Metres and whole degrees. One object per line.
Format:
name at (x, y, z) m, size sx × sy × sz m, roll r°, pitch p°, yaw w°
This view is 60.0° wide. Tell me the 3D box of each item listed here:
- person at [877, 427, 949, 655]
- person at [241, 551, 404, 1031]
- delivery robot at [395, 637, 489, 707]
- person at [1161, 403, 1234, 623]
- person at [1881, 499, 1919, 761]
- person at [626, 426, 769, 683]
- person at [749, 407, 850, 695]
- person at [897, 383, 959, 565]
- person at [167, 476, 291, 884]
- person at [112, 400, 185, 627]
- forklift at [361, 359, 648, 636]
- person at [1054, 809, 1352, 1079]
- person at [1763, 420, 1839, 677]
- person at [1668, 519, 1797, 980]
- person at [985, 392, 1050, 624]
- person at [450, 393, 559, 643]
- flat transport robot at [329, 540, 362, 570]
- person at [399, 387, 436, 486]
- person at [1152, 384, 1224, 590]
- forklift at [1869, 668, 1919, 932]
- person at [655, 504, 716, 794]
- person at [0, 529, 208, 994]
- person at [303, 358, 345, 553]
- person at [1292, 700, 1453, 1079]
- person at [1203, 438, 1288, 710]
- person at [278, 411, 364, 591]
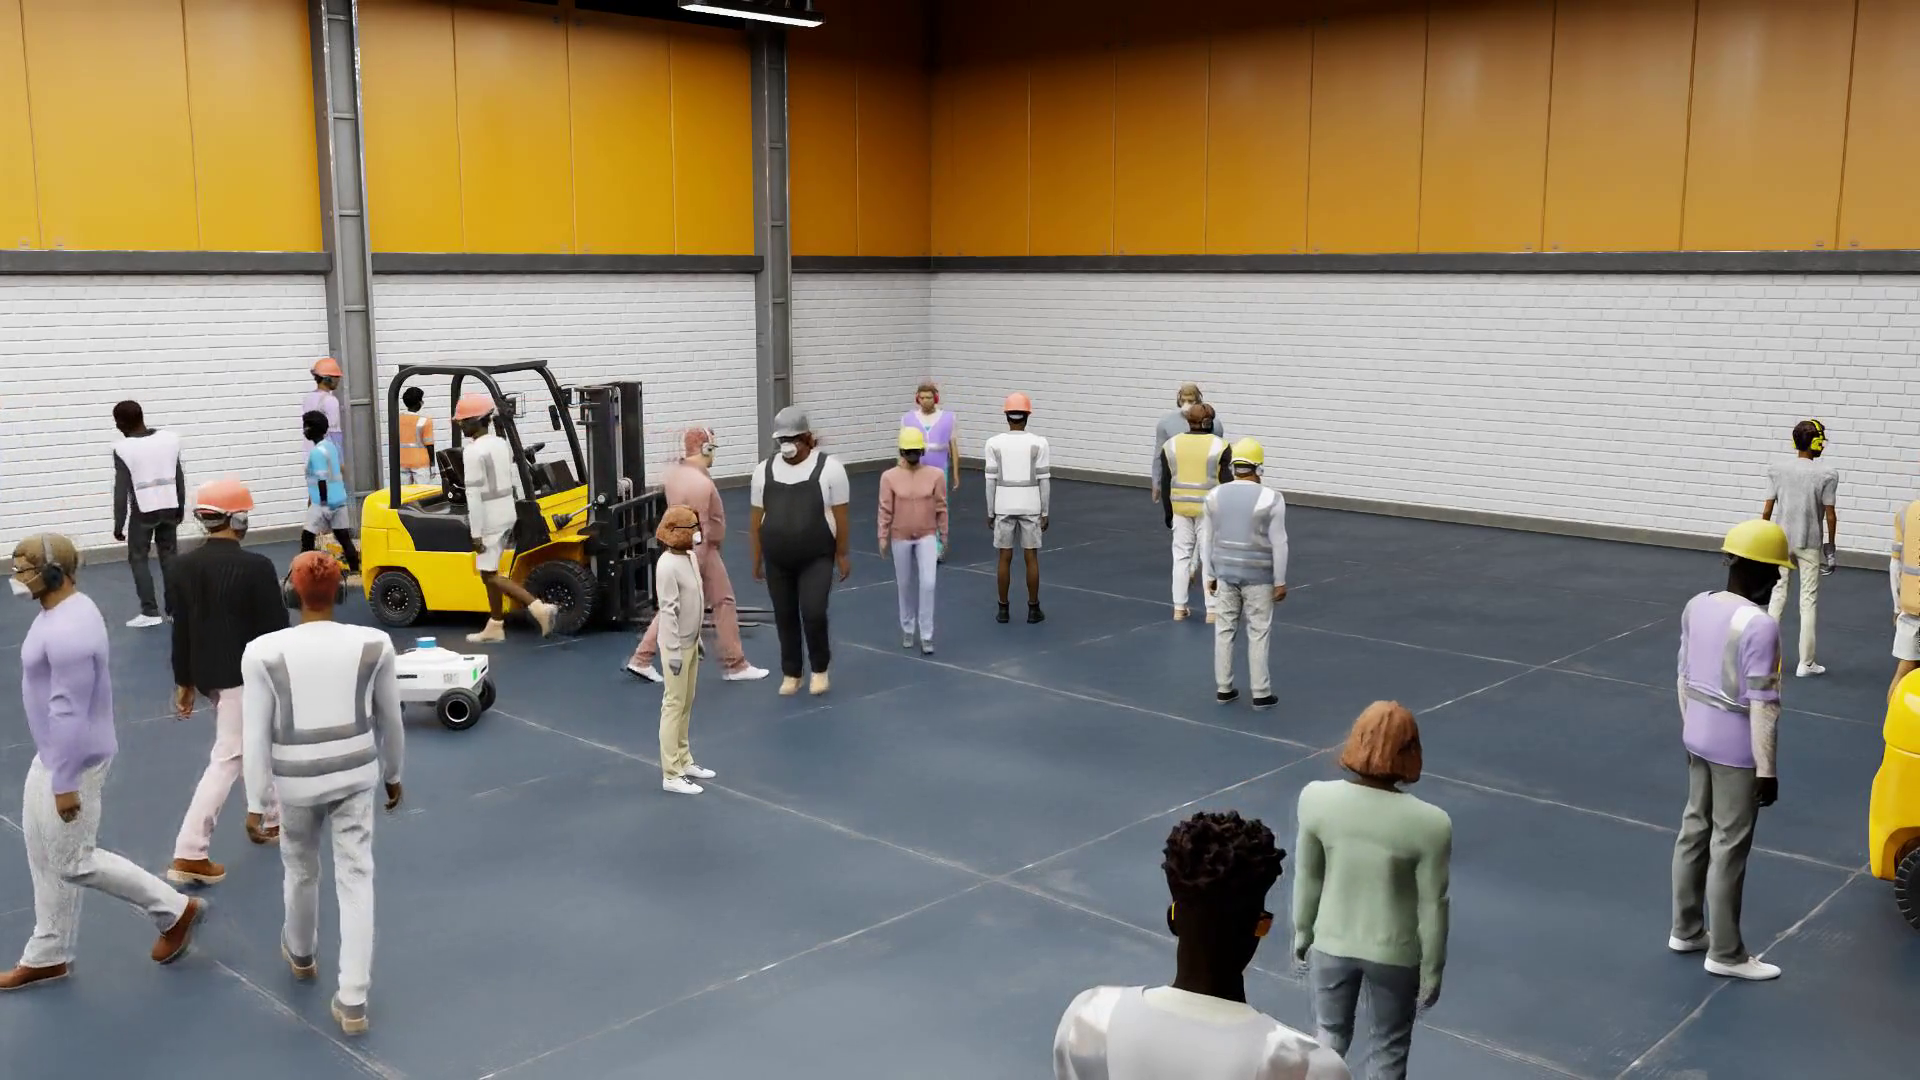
person at (-0.357, 0.013, 12.729) m, size 0.550 × 1.738 × 0.763 m, roll 0°, pitch 9°, yaw -2°
person at (-2.556, 0.949, 6.673) m, size 0.613 × 1.842 × 0.948 m, roll -5°, pitch 10°, yaw -27°
delivery robot at (-3.449, 0.875, 10.806) m, size 0.707 × 0.478 × 0.477 m, roll 0°, pitch 9°, yaw -3°
person at (1.993, -0.226, 13.918) m, size 0.624 × 1.841 × 0.430 m, roll 5°, pitch 10°, yaw 27°
person at (5.742, 0.400, 9.785) m, size 0.374 × 1.934 × 0.549 m, roll -2°, pitch 10°, yaw -15°
person at (-1.914, 0.114, 11.819) m, size 0.961 × 1.857 × 0.623 m, roll -5°, pitch 11°, yaw -29°
person at (-1.130, 0.075, 11.451) m, size 0.702 × 2.000 × 0.537 m, roll 2°, pitch 9°, yaw 11°
person at (-0.334, -0.652, 16.619) m, size 0.600 × 1.800 × 0.917 m, roll 1°, pitch 9°, yaw 6°
person at (-3.587, 0.665, 8.158) m, size 0.625 × 1.949 × 1.034 m, roll 5°, pitch 10°, yaw 26°
person at (-6.663, -0.202, 13.749) m, size 0.364 × 1.911 × 0.631 m, roll 6°, pitch 11°, yaw 32°
forklift at (-3.850, -0.407, 13.936) m, size 2.313 × 2.155 × 1.214 m, roll 2°, pitch 9°, yaw 11°
person at (0.468, 1.469, 3.157) m, size 0.603 × 1.959 × 0.374 m, roll 6°, pitch 11°, yaw 31°
person at (6.098, 0.058, 12.099) m, size 0.523 × 1.863 × 0.317 m, roll 9°, pitch 13°, yaw 44°
person at (3.241, 0.865, 6.979) m, size 0.382 × 1.919 × 0.584 m, roll -1°, pitch 9°, yaw -8°
person at (0.483, -0.262, 13.850) m, size 0.543 × 1.933 × 0.364 m, roll 1°, pitch 9°, yaw 7°
person at (-3.520, -0.137, 12.873) m, size 0.790 × 2.015 × 0.607 m, roll 2°, pitch 9°, yaw 11°
flat transport robot at (-5.695, 0.090, 16.772) m, size 0.652 × 0.197 × 1.431 m, roll 7°, pitch 12°, yaw 38°
person at (-5.865, -0.800, 17.895) m, size 0.534 × 1.691 × 0.318 m, roll 3°, pitch 10°, yaw 16°
person at (2.147, -0.536, 15.671) m, size 0.649 × 1.896 × 1.020 m, roll 3°, pitch 10°, yaw 16°
forklift at (5.205, 0.723, 7.013) m, size 2.313 × 2.155 × 1.214 m, roll 9°, pitch 13°, yaw 43°
person at (-1.570, 0.607, 9.437) m, size 0.286 × 1.633 × 0.499 m, roll 1°, pitch 9°, yaw 6°
person at (-3.593, 0.898, 6.806) m, size 0.793 × 1.916 × 0.643 m, roll -5°, pitch 11°, yaw -29°
person at (-6.599, -0.883, 17.377) m, size 0.610 × 2.033 × 0.424 m, roll 9°, pitch 13°, yaw 44°
person at (1.257, 1.306, 5.183) m, size 0.510 × 1.619 × 0.490 m, roll 5°, pitch 11°, yaw 30°
person at (1.920, 0.228, 11.186) m, size 0.594 × 1.830 × 0.403 m, roll 7°, pitch 11°, yaw 36°
person at (-5.892, -0.342, 15.174) m, size 0.831 × 1.663 × 0.543 m, roll -1°, pitch 9°, yaw -3°
